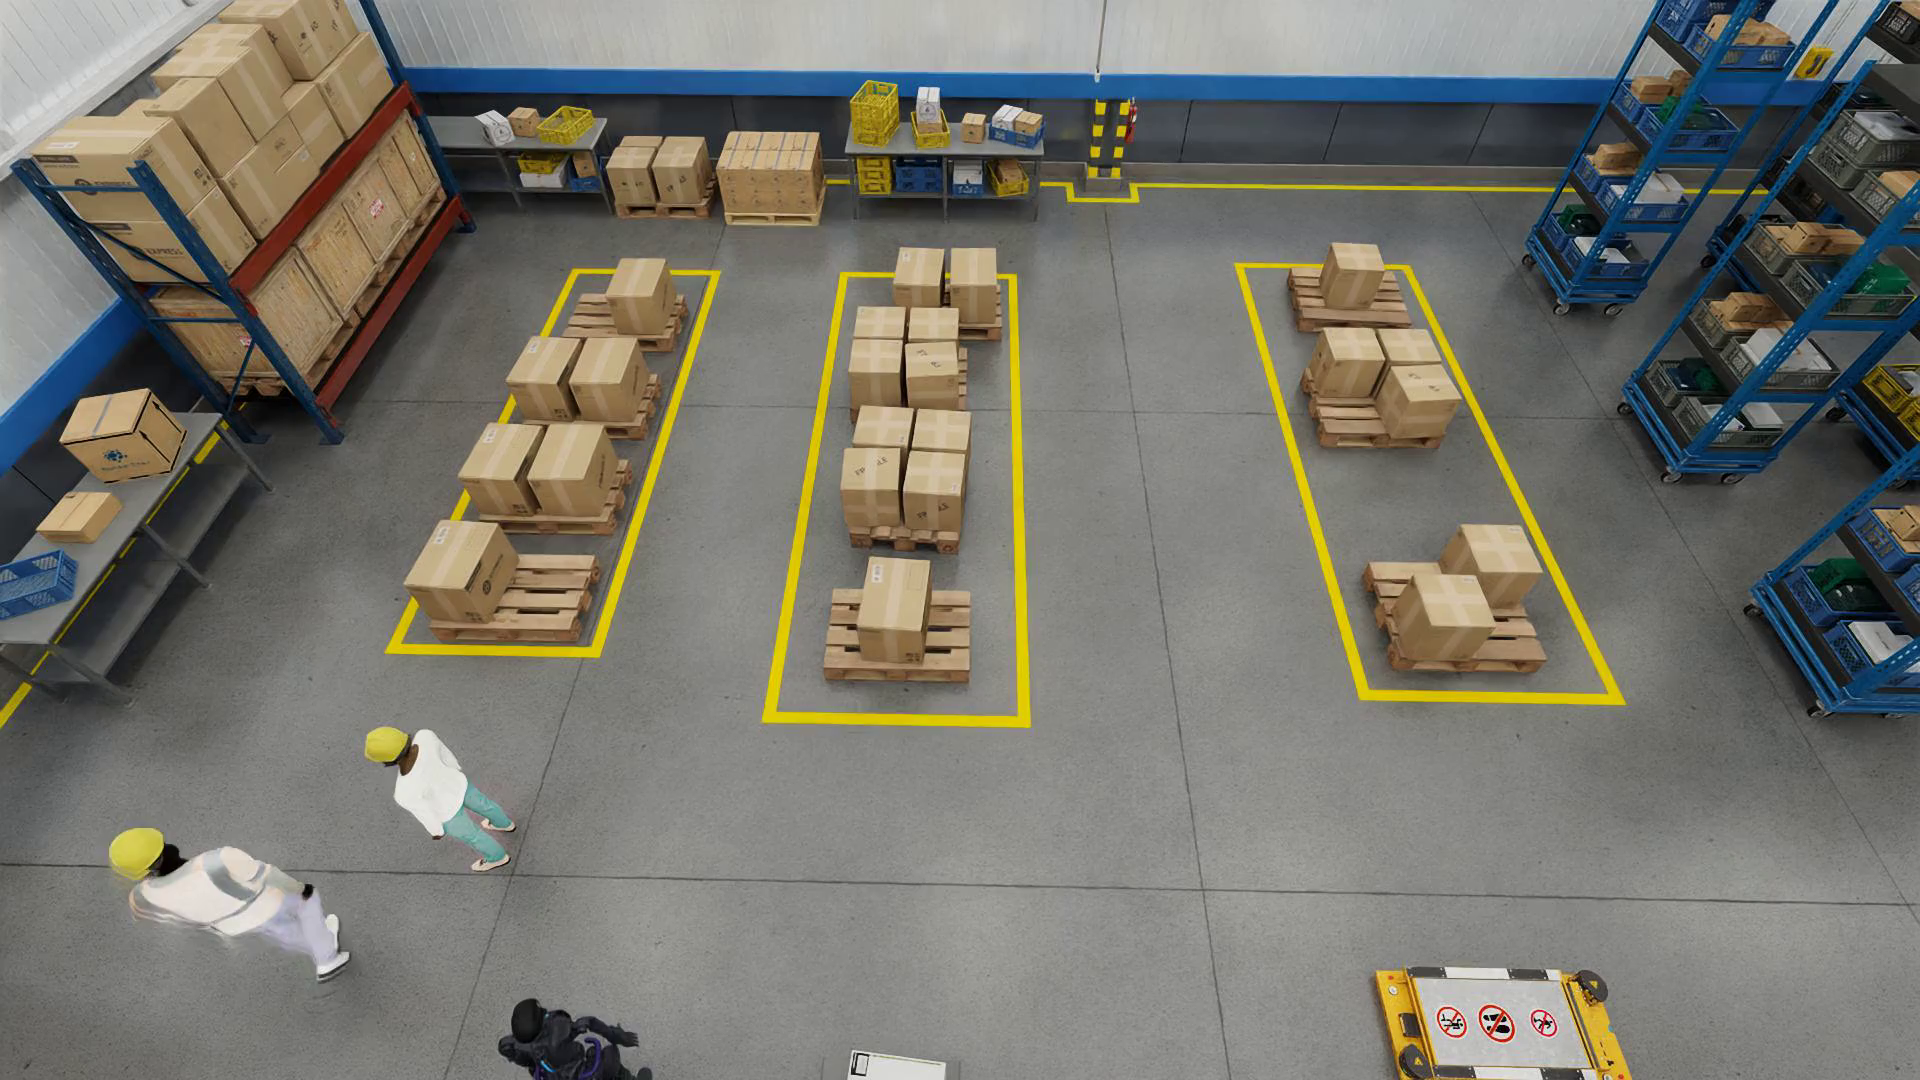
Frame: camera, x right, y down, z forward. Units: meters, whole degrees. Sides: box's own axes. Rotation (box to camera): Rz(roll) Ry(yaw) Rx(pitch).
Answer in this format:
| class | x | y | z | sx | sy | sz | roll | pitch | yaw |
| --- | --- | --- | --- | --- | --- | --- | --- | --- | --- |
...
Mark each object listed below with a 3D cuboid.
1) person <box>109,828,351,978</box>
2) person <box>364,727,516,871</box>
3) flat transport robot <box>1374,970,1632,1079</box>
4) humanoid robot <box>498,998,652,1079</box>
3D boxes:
| class | x | y | z | sx | sy | sz | roll | pitch | yaw |
| --- | --- | --- | --- | --- | --- | --- | --- | --- | --- |
| person | -4.360 | 2.237 | 5.606 | 0.627 | 1.902 | 0.482 | -19 | 53 | -15 |
| person | -3.450 | 1.722 | 6.115 | 0.312 | 1.767 | 0.533 | -4 | 51 | -3 |
| flat transport robot | 3.501 | 3.133 | 5.914 | 1.431 | 0.197 | 0.652 | 1 | 51 | 1 |
| humanoid robot | -2.171 | 2.945 | 5.180 | 0.601 | 1.648 | 0.365 | -9 | 51 | -7 |
